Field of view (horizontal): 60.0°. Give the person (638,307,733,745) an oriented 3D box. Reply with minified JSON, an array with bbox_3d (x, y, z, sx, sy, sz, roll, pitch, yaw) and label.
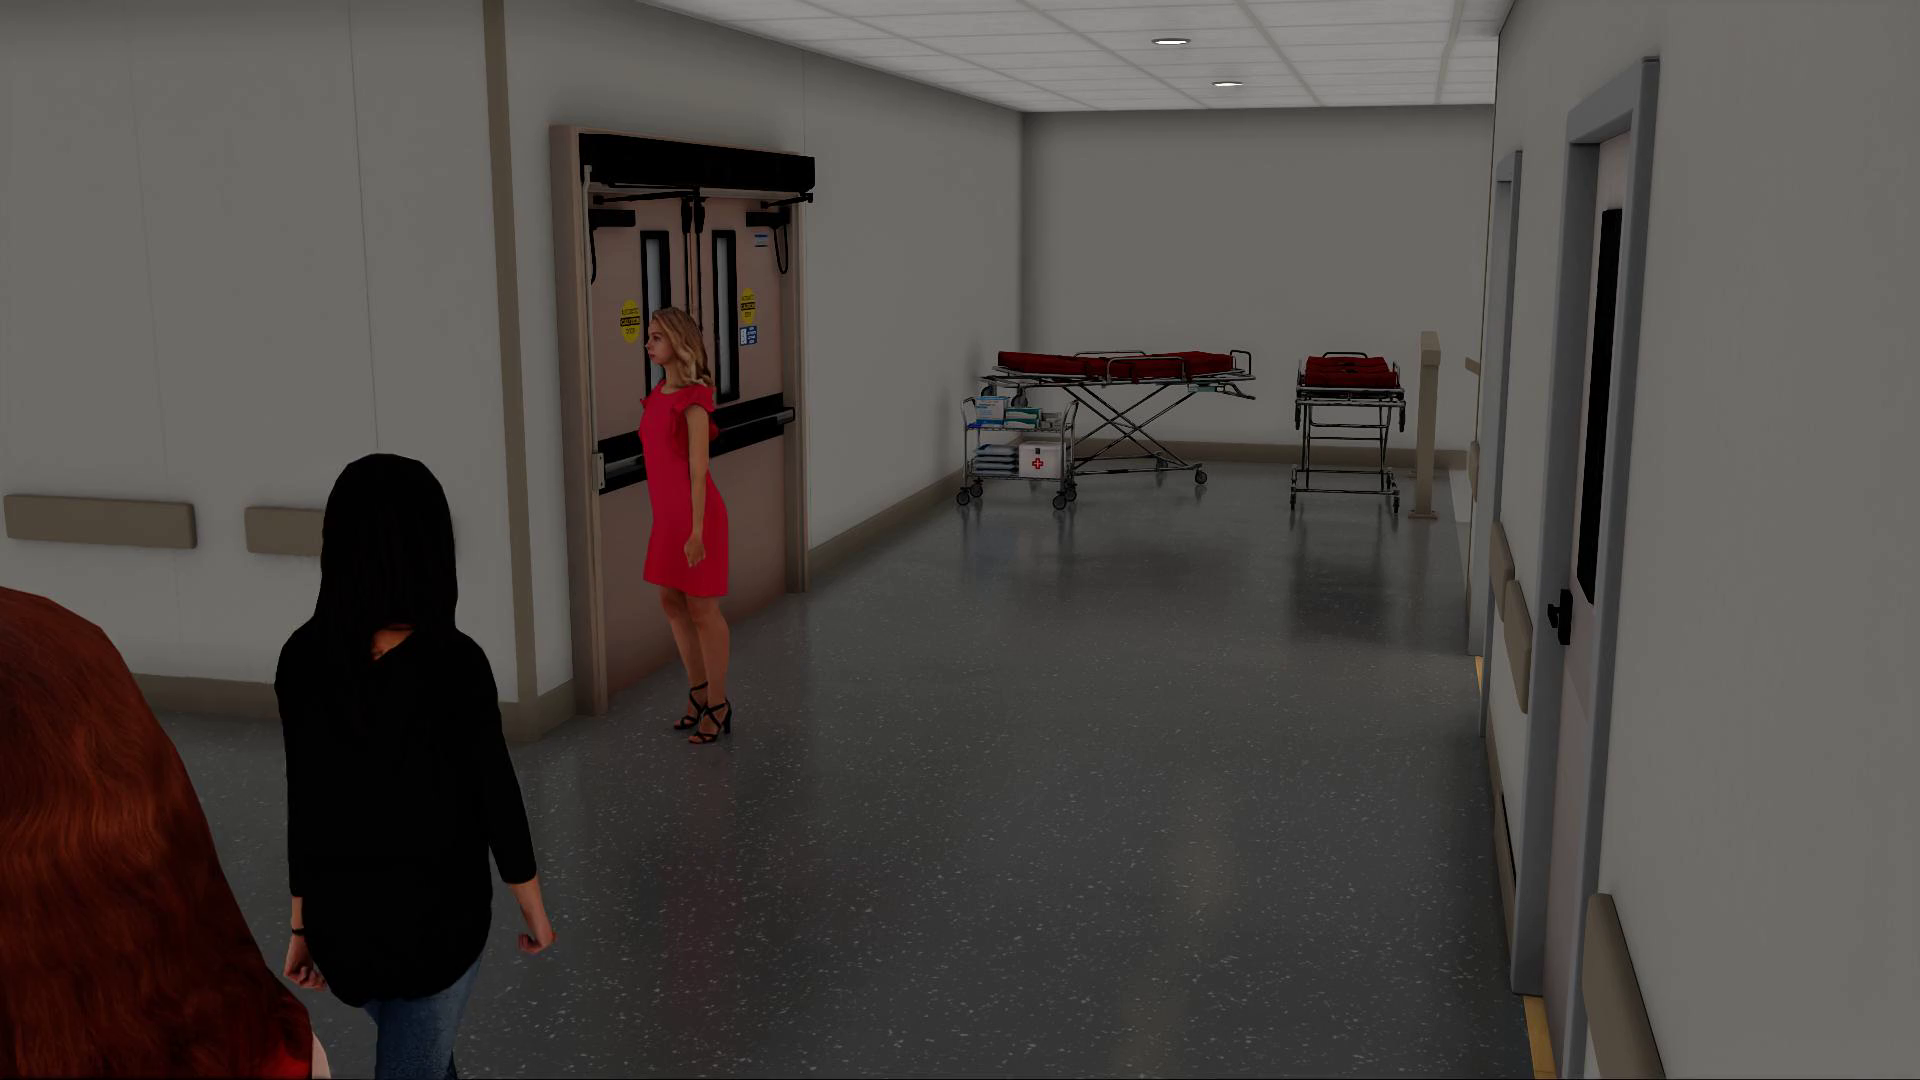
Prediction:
[{"bbox_3d":[-1.053,-0.064,6.595,0.714,1.720,0.668,-8,13,-36],"label":"person"}]

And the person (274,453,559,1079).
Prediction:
[{"bbox_3d":[-1.013,0.694,2.893,0.585,1.612,1.038,3,11,14],"label":"person"}]
